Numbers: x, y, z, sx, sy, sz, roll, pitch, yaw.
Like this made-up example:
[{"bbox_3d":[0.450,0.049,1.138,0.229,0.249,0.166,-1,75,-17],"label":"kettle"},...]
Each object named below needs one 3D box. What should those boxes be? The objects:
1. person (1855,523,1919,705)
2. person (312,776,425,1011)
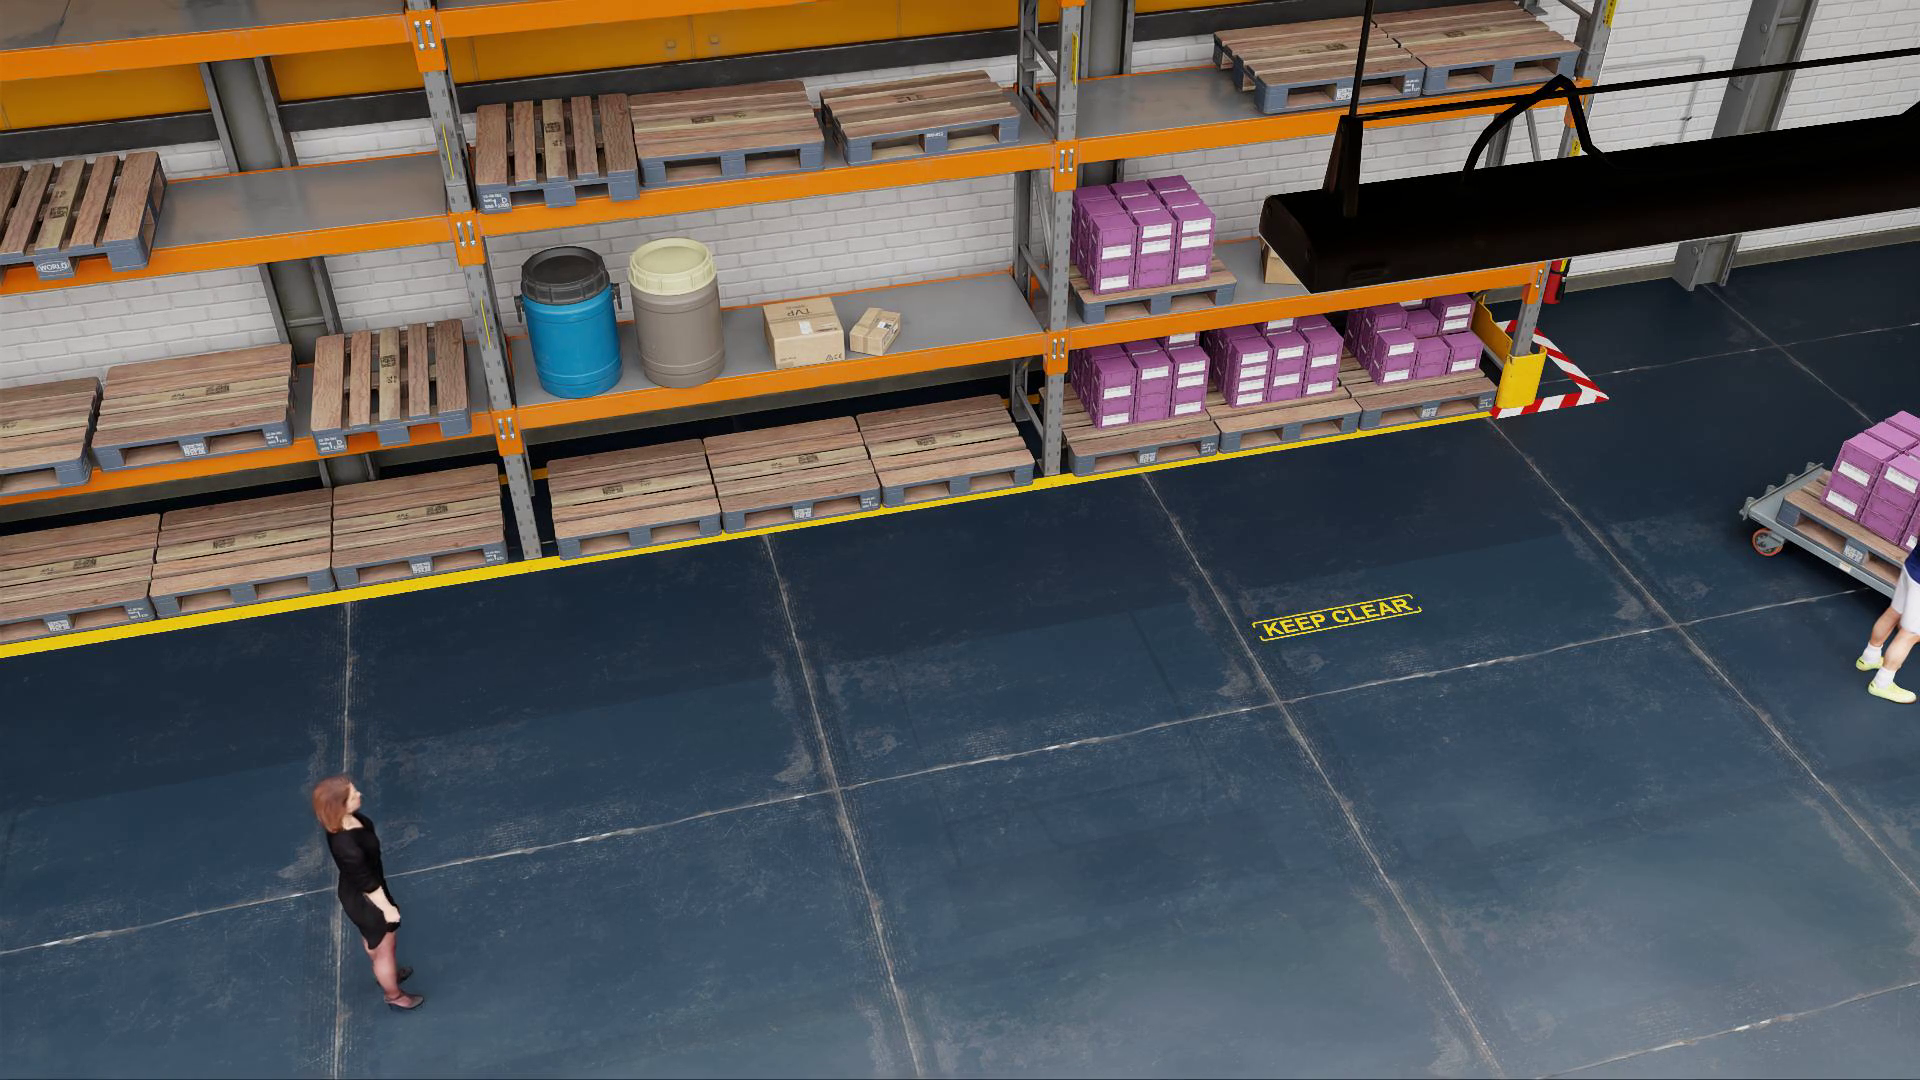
[{"bbox_3d":[6.202,0.227,10.649,0.690,1.838,0.712,5,39,6],"label":"person"},{"bbox_3d":[-3.118,1.863,8.706,0.590,1.706,0.640,-22,44,-25],"label":"person"}]
